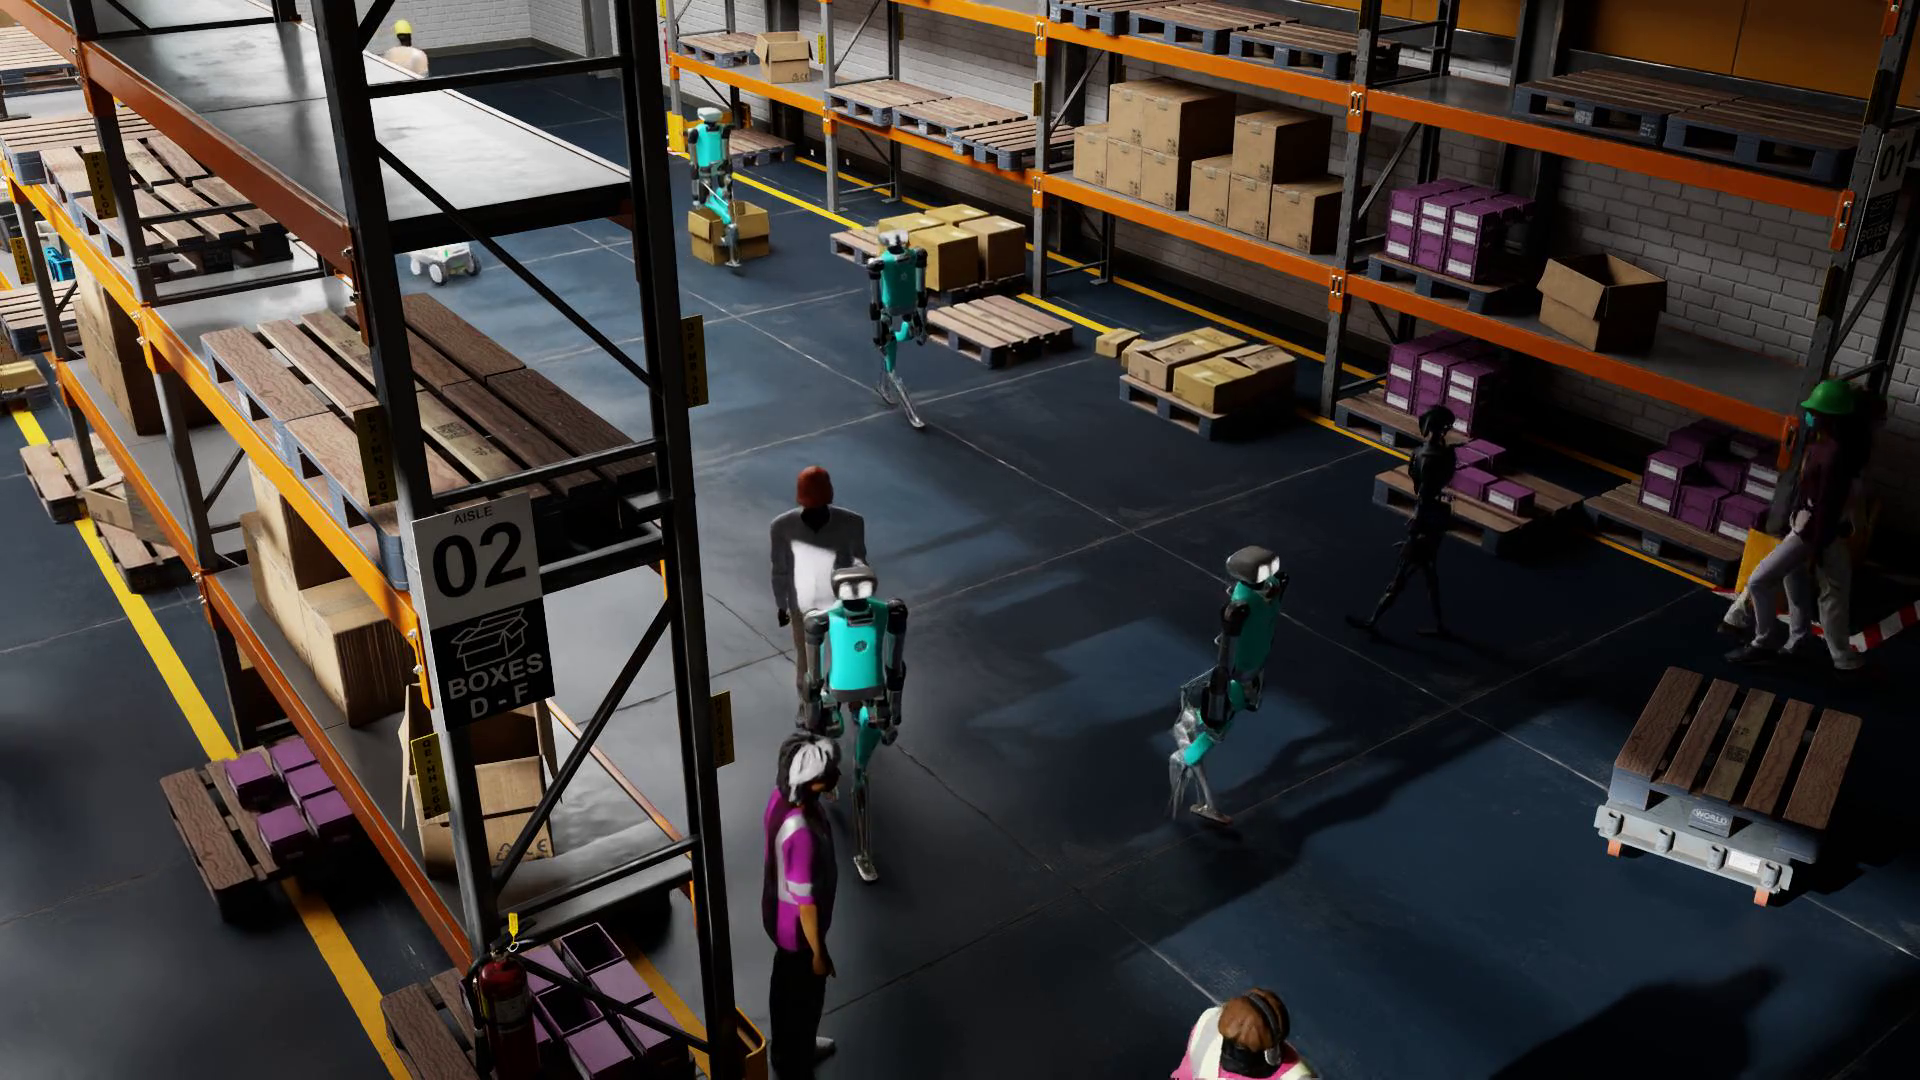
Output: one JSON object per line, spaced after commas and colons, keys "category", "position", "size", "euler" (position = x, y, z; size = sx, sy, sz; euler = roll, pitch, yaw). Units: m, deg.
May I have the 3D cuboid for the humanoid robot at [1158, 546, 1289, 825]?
{"category": "humanoid robot", "position": [1.283, 0.840, 8.804], "size": [0.750, 1.902, 0.546], "euler": [19, 32, 33]}

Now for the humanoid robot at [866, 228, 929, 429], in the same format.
{"category": "humanoid robot", "position": [-0.643, -1.844, 14.063], "size": [0.578, 1.763, 1.044], "euler": [-14, 30, -26]}

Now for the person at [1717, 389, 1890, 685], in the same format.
{"category": "person", "position": [5.379, -0.067, 10.350], "size": [1.028, 1.877, 0.617], "euler": [15, 30, 27]}

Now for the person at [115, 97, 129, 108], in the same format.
{"category": "person", "position": [-10.364, -5.127, 20.281], "size": [0.401, 1.986, 0.610], "euler": [6, 27, 12]}

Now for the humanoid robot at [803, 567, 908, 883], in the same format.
{"category": "humanoid robot", "position": [-0.616, 0.834, 8.779], "size": [0.542, 1.777, 1.069], "euler": [-8, 28, -16]}

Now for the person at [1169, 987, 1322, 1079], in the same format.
{"category": "person", "position": [0.884, 2.284, 5.738], "size": [0.857, 1.810, 0.647], "euler": [-14, 30, -26]}

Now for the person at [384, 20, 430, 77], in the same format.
{"category": "person", "position": [-7.147, -5.761, 21.627], "size": [0.584, 1.904, 0.652], "euler": [4, 27, 8]}

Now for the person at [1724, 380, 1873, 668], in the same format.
{"category": "person", "position": [5.147, -0.078, 10.298], "size": [0.649, 1.924, 0.520], "euler": [11, 29, 20]}

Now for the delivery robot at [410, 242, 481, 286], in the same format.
{"category": "delivery robot", "position": [-5.544, -3.058, 17.753], "size": [0.795, 0.596, 0.499], "euler": [20, 33, 34]}

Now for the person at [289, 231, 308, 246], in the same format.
{"category": "person", "position": [-6.289, -2.591, 15.629], "size": [0.287, 1.629, 0.498], "euler": [13, 29, 23]}

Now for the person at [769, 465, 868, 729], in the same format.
{"category": "person", "position": [-0.809, 0.346, 9.669], "size": [0.572, 1.734, 0.386], "euler": [-1, 27, -3]}

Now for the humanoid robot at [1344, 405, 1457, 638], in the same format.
{"category": "humanoid robot", "position": [2.908, -0.112, 10.664], "size": [0.711, 1.632, 0.588], "euler": [9, 28, 18]}

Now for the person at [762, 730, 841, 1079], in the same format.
{"category": "person", "position": [-0.661, 1.599, 7.067], "size": [0.359, 1.839, 0.512], "euler": [-6, 27, -11]}

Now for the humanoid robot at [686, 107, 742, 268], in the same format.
{"category": "humanoid robot", "position": [-2.539, -3.689, 17.722], "size": [0.559, 1.748, 1.062], "euler": [-24, 35, -39]}
